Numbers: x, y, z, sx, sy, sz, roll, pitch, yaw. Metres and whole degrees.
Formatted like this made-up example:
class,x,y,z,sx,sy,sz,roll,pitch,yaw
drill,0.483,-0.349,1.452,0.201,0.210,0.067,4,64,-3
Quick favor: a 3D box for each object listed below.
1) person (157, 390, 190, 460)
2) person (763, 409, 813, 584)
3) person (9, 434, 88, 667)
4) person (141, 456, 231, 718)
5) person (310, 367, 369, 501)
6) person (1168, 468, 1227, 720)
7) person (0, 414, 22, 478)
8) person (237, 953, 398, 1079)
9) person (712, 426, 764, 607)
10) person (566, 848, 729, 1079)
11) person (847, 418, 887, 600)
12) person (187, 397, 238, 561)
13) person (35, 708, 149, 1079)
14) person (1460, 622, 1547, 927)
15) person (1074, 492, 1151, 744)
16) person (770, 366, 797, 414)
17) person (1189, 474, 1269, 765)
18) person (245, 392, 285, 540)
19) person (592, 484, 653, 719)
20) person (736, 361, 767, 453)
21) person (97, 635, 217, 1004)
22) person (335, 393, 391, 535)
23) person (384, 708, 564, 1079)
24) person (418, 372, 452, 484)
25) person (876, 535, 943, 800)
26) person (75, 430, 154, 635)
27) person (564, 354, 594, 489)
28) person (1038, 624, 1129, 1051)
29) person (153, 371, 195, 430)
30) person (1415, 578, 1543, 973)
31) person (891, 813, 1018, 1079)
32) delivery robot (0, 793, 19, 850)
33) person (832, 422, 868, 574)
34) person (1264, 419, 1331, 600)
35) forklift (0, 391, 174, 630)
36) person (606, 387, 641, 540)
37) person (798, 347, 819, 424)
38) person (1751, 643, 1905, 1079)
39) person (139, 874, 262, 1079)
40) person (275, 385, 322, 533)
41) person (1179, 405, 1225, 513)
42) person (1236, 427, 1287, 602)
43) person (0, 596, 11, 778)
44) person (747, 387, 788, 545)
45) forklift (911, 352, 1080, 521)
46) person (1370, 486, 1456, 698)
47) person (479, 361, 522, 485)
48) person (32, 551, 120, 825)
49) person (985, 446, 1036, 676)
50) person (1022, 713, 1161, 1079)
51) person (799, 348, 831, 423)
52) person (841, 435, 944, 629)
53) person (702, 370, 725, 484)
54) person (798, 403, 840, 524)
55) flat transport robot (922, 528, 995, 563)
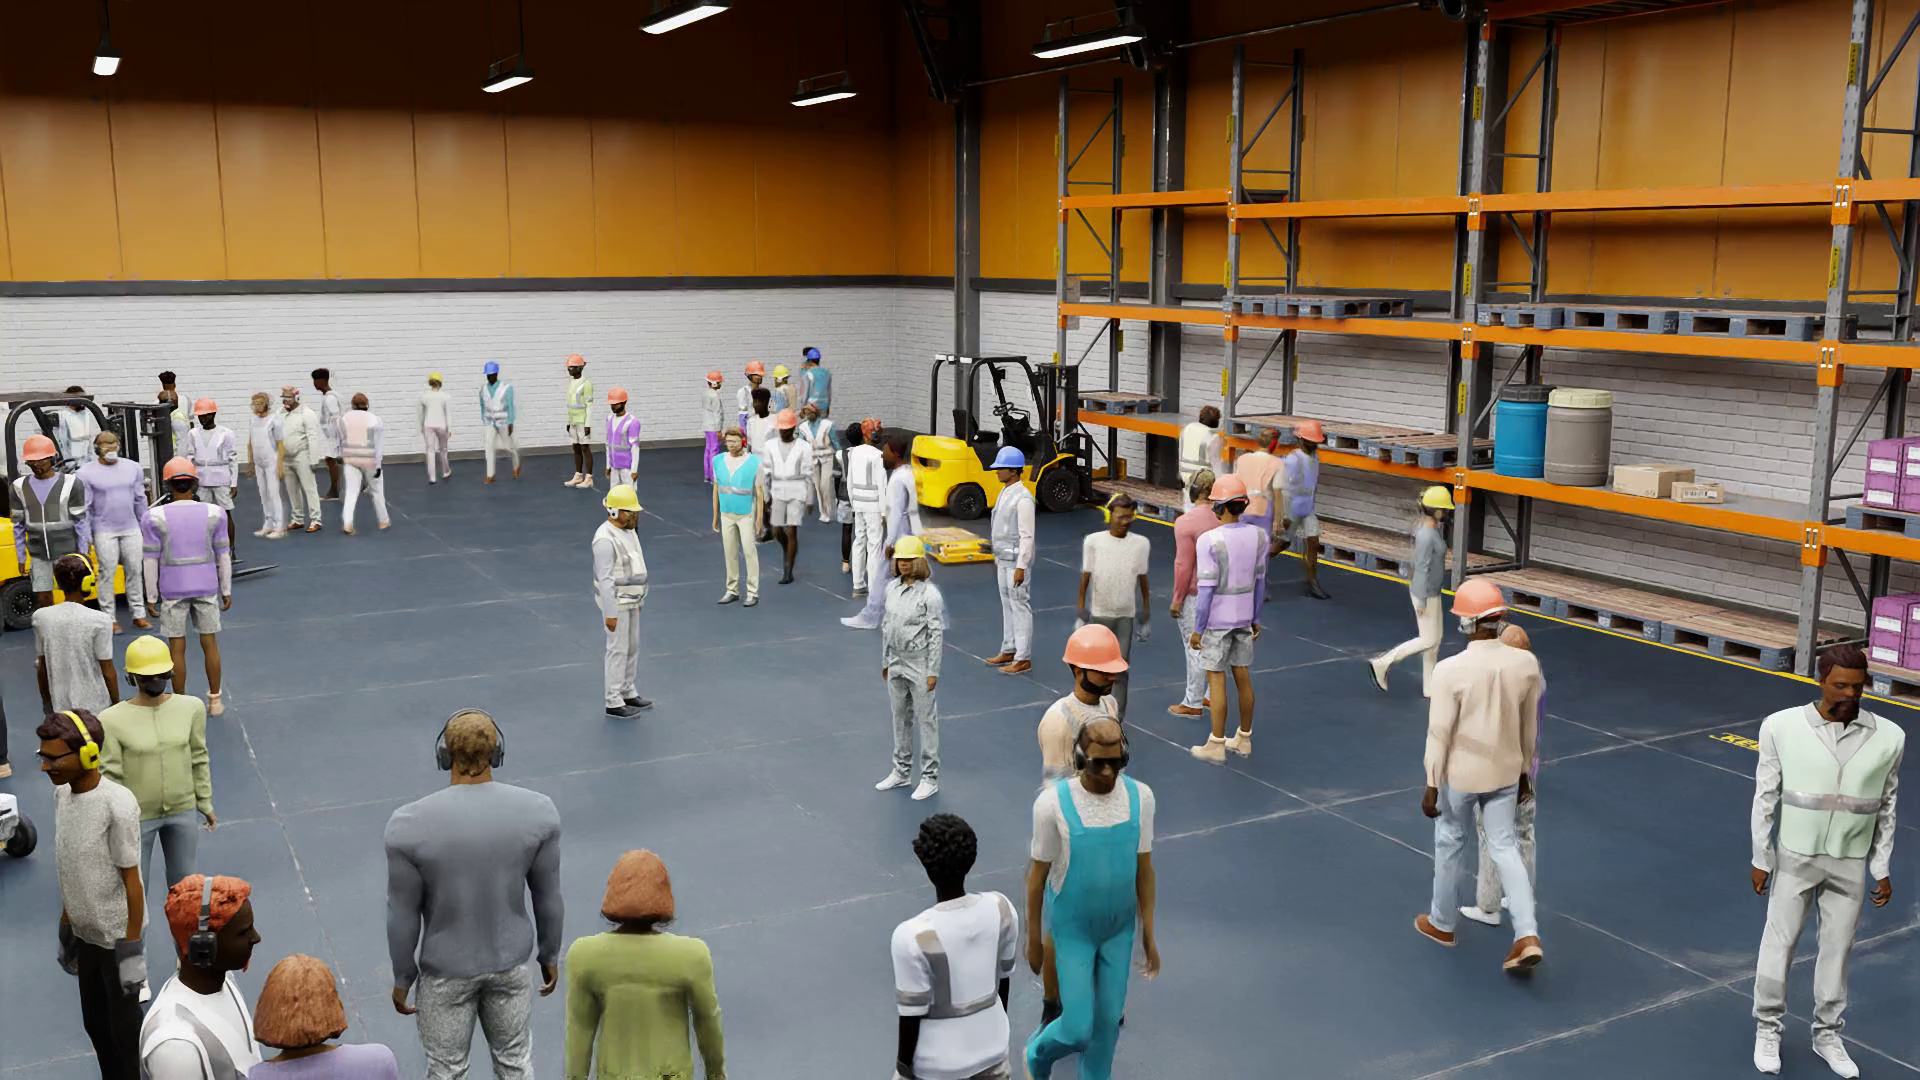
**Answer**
class,x,y,z,sx,sy,sz,roll,pitch,yaw
person,-9.971,-0.983,21.098,0.429,1.842,0.633,-7,12,-35
person,-1.856,-0.490,18.064,0.586,1.905,0.603,2,10,12
person,-7.823,0.102,14.317,0.601,2.035,0.407,-2,10,-10
person,-5.908,0.376,12.738,0.611,2.032,0.411,-7,12,-34
person,-8.929,-1.541,24.053,0.765,1.936,0.623,-4,10,-20
person,1.850,0.411,12.789,0.630,1.940,0.372,-9,13,-41
person,-11.985,-0.930,20.709,0.315,1.870,0.532,9,13,42
person,-1.828,1.964,4.726,0.501,1.633,0.285,-5,11,-27
person,-2.247,-0.246,16.886,0.563,1.834,0.404,4,10,20
person,-1.060,1.821,5.643,0.512,1.597,0.737,2,10,9
person,-0.929,-0.320,17.155,0.337,1.882,0.585,-8,13,-40
person,-8.529,-0.662,18.969,0.552,1.935,0.367,0,10,1
person,-3.341,1.555,6.455,0.521,1.857,0.343,7,12,33
person,2.910,1.245,8.884,0.508,1.629,0.317,-6,11,-30
person,1.115,0.555,12.187,0.568,1.856,0.462,-1,10,-5
person,-2.737,-1.784,25.739,0.404,1.827,0.600,3,10,16
person,1.862,0.551,11.681,0.615,2.042,0.374,-6,12,-33
person,-8.706,-0.922,20.767,0.570,1.833,0.474,5,11,25
person,-2.603,0.471,12.798,0.403,1.819,0.602,1,10,8
person,-2.897,-1.527,23.646,0.371,2.044,0.607,6,11,30
person,-3.865,1.323,8.037,0.326,1.769,0.524,9,13,42
person,-7.644,-0.976,21.220,0.622,1.804,0.896,0,10,-2
person,-1.779,1.571,6.158,0.635,1.928,0.381,-5,11,-27
person,-8.160,-1.752,25.901,0.524,1.708,0.948,-2,10,-10
person,-0.331,0.827,10.948,0.493,1.746,0.283,9,13,41
person,-7.937,-0.073,15.617,0.368,1.927,0.639,8,13,39
person,-5.790,-1.799,25.209,0.605,2.045,0.376,10,14,44
person,0.583,1.323,7.545,0.373,1.934,0.551,6,12,33
person,-10.748,-1.335,22.774,0.374,1.962,0.608,5,11,29
person,2.630,1.175,8.350,0.637,1.991,0.735,-2,10,-14
person,-0.024,1.764,5.698,0.536,1.695,0.318,-9,13,-41
delivery robot,-5.877,1.587,9.708,0.707,0.478,0.477,3,10,20
person,-1.152,-0.461,18.505,0.531,1.698,0.320,2,10,9
person,3.456,-0.354,17.351,0.547,1.882,0.974,-9,13,-41
forklift,-9.026,-0.363,16.508,1.214,2.155,2.313,6,11,29
person,-4.184,-0.929,20.539,0.546,1.929,0.390,8,12,37
person,-2.729,-2.566,30.146,0.378,1.875,0.701,3,10,19
person,3.758,1.381,7.258,0.593,1.921,0.392,1,10,8
person,-2.095,1.848,4.694,0.358,1.880,0.575,-2,10,-13
person,-8.485,-1.036,21.259,0.652,1.898,0.404,4,11,24
person,2.812,-0.672,19.416,0.504,1.809,0.724,-7,12,-36
person,2.962,-0.232,16.865,0.593,1.815,0.657,9,14,43
person,-6.805,0.618,11.304,0.537,2.000,0.688,-7,12,-33
person,-2.339,-0.905,20.347,0.614,1.953,0.467,9,14,43
forklift,0.460,-1.461,22.833,2.313,2.155,1.214,-5,11,-28
person,3.665,0.425,13.279,0.601,1.747,0.526,4,11,22
person,-7.142,-1.841,25.845,0.596,1.915,0.857,2,10,9
person,-5.101,0.994,9.668,0.511,1.862,0.324,2,10,9
person,0.443,0.171,14.141,0.389,1.949,0.602,-3,10,-17
person,0.507,1.544,6.613,0.504,1.826,0.528,-4,11,-23
person,-2.449,-2.275,28.237,0.622,1.946,0.403,-9,13,-41
person,-0.606,-0.054,15.679,0.993,1.863,0.609,-1,10,-4
person,-3.795,-1.751,25.768,0.343,1.749,0.573,-5,11,-27
person,-1.856,-1.023,22.002,0.534,1.595,0.650,3,10,17
flat transport robot,-0.139,0.040,19.726,0.652,0.197,1.431,-4,11,-21
